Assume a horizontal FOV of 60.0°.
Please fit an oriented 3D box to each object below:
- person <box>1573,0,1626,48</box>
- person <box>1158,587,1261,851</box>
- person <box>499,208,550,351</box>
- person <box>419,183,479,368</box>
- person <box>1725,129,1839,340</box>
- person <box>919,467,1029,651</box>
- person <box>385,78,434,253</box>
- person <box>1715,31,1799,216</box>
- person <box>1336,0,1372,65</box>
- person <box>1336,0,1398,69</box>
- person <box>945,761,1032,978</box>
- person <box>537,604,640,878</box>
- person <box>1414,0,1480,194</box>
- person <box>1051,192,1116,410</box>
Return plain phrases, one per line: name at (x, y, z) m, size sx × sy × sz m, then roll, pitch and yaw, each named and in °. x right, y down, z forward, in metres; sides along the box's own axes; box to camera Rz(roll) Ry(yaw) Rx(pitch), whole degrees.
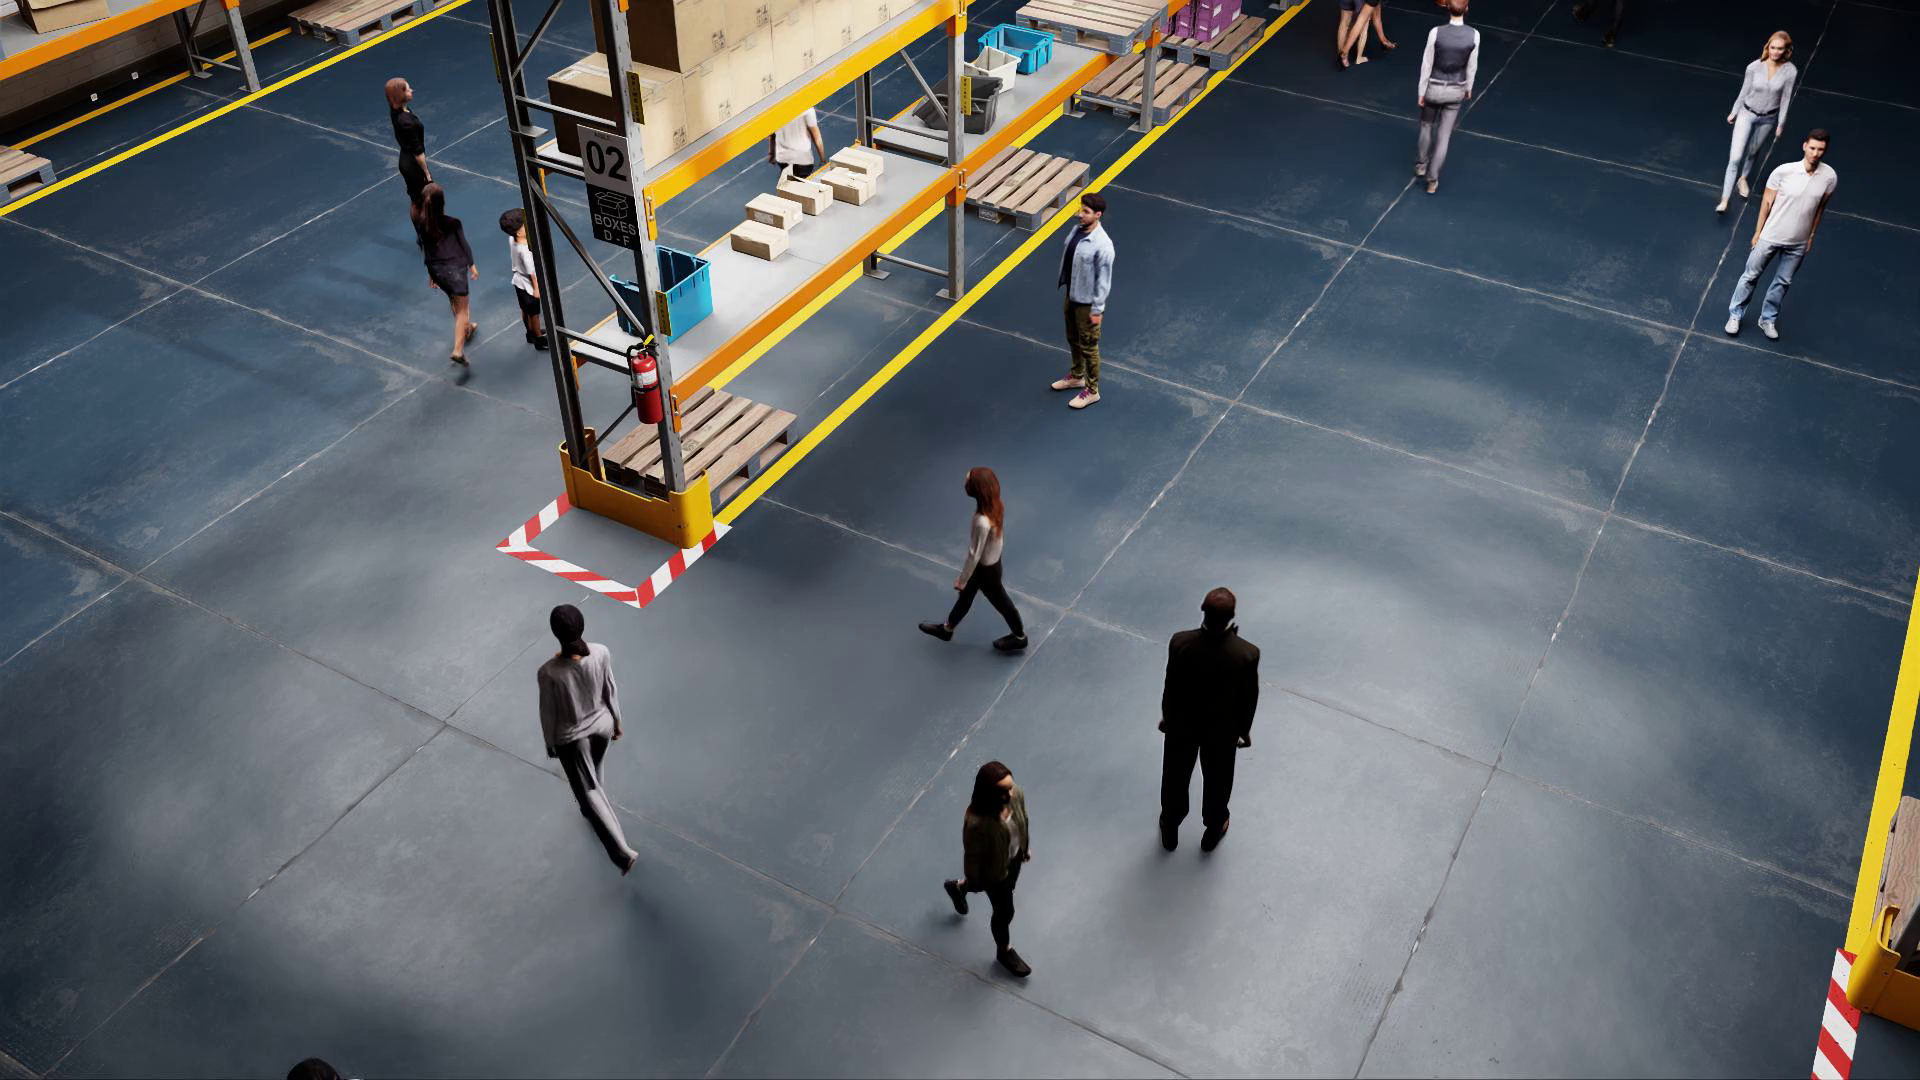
person at (7.540, -6.521, 18.962) m, size 1.021 × 1.745 × 1.181 m, roll -2°, pitch 39°, yaw -3°
person at (1.382, 1.021, 9.389) m, size 0.765 × 1.904 × 0.731 m, roll 7°, pitch 39°, yaw 9°
person at (-3.635, -2.191, 13.926) m, size 0.603 × 1.262 × 0.566 m, roll -23°, pitch 44°, yaw -26°
person at (-4.210, -2.156, 13.673) m, size 0.876 × 1.524 × 1.110 m, roll 2°, pitch 39°, yaw 2°
person at (6.905, -2.568, 13.916) m, size 0.732 × 1.865 × 0.665 m, roll 9°, pitch 40°, yaw 11°
person at (0.240, 0.175, 10.818) m, size 0.905 × 1.443 × 0.988 m, roll 2°, pitch 39°, yaw 2°
person at (-4.929, -3.355, 15.028) m, size 0.631 × 1.706 × 0.652 m, roll -24°, pitch 45°, yaw -27°
person at (7.569, -4.001, 15.817) m, size 0.744 × 1.731 × 1.244 m, roll 14°, pitch 41°, yaw 17°
person at (4.465, -6.129, 18.614) m, size 0.565 × 1.565 × 0.527 m, roll 22°, pitch 44°, yaw 25°
person at (4.483, -6.041, 18.349) m, size 1.210 × 1.759 × 0.997 m, roll -21°, pitch 43°, yaw -24°
person at (0.153, 1.685, 8.915) m, size 0.725 × 1.458 × 0.874 m, roll 27°, pitch 46°, yaw 30°
person at (-2.074, 1.139, 9.372) m, size 1.093 × 1.742 × 0.974 m, roll -23°, pitch 44°, yaw -26°
person at (4.656, -4.265, 15.996) m, size 0.767 × 1.920 × 0.895 m, roll 12°, pitch 40°, yaw 15°
person at (0.986, -1.903, 13.125) m, size 0.779 × 1.812 × 0.765 m, roll -16°, pitch 41°, yaw -19°
